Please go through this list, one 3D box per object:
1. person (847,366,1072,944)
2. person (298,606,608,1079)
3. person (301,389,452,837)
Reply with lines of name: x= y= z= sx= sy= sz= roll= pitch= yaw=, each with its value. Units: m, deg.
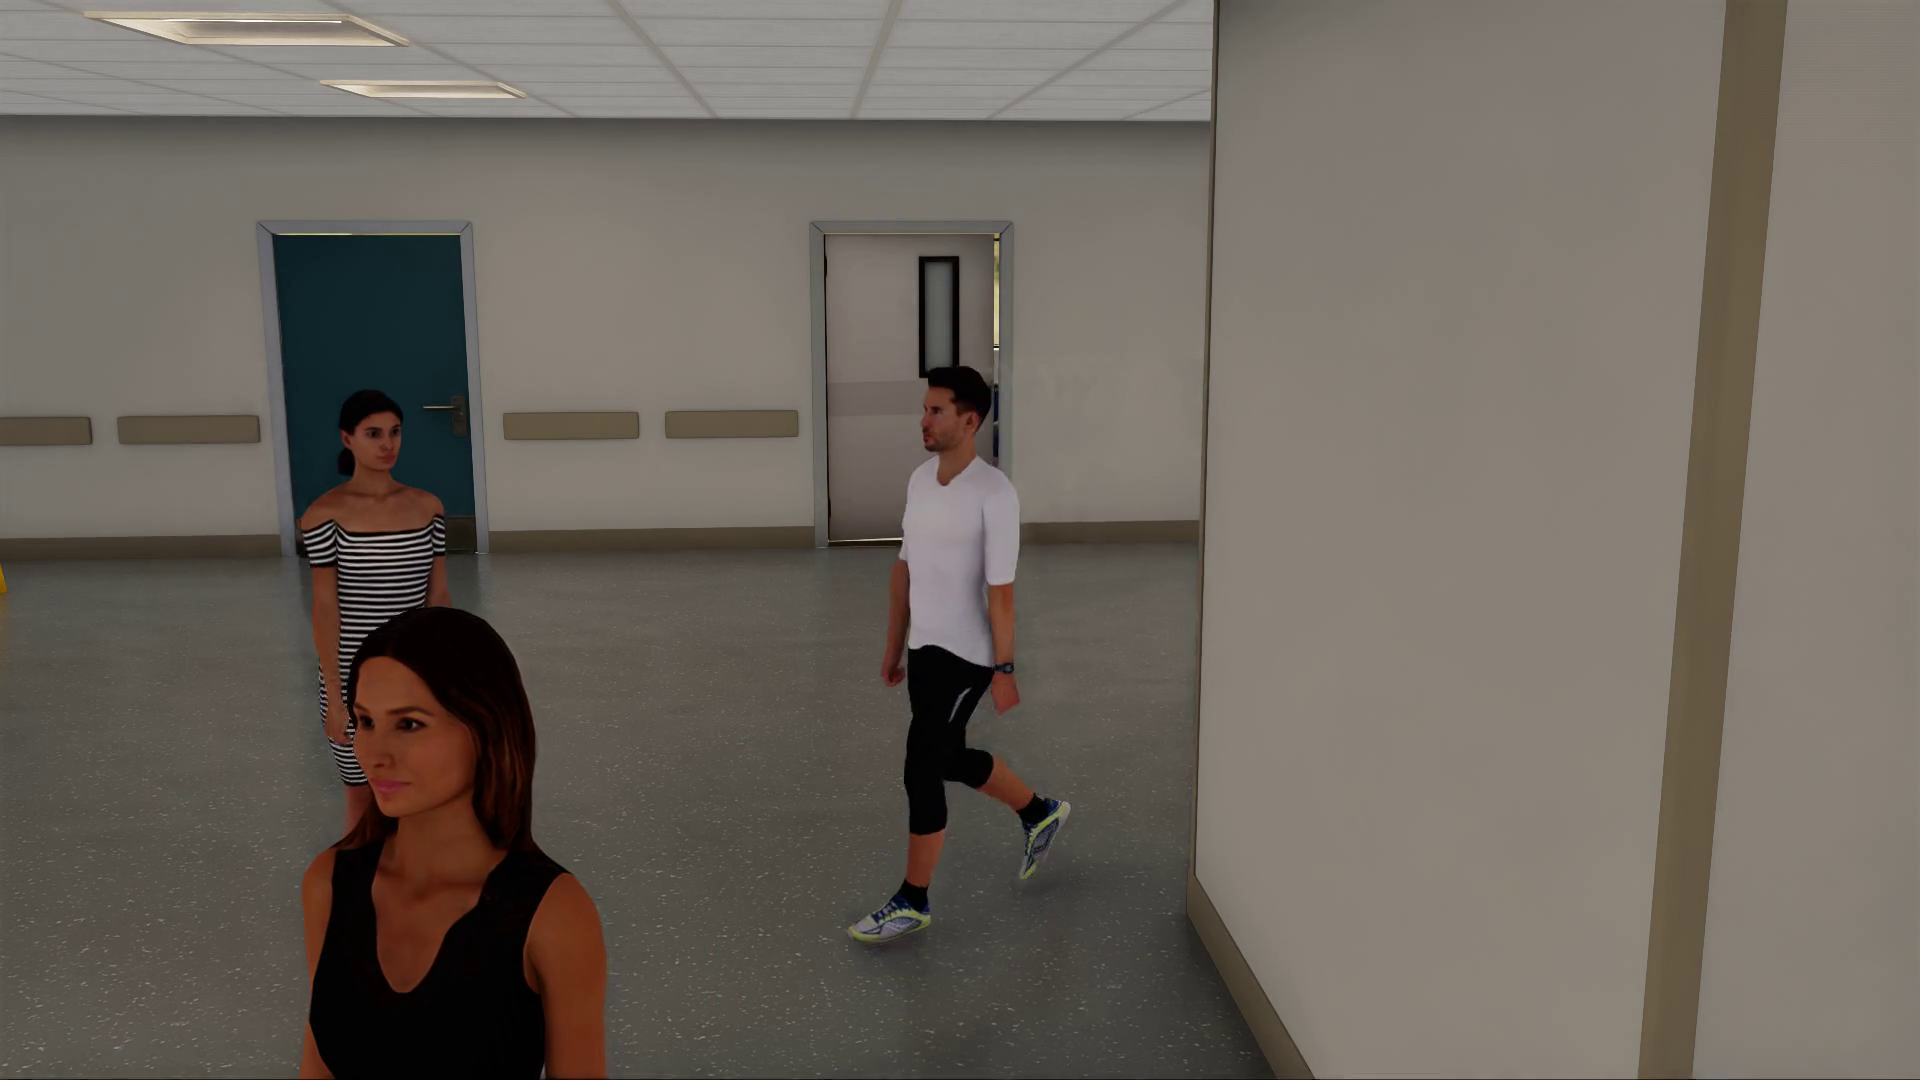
person: x=0.037 y=0.361 z=5.437 sx=1.263 sy=1.824 sz=1.041 roll=-7 pitch=13 yaw=-34
person: x=-0.626 y=0.986 z=2.112 sx=0.560 sy=1.835 sz=0.699 roll=2 pitch=11 yaw=13
person: x=-1.786 y=0.447 z=5.028 sx=0.734 sy=1.807 sz=0.800 roll=-8 pitch=13 yaw=-36
